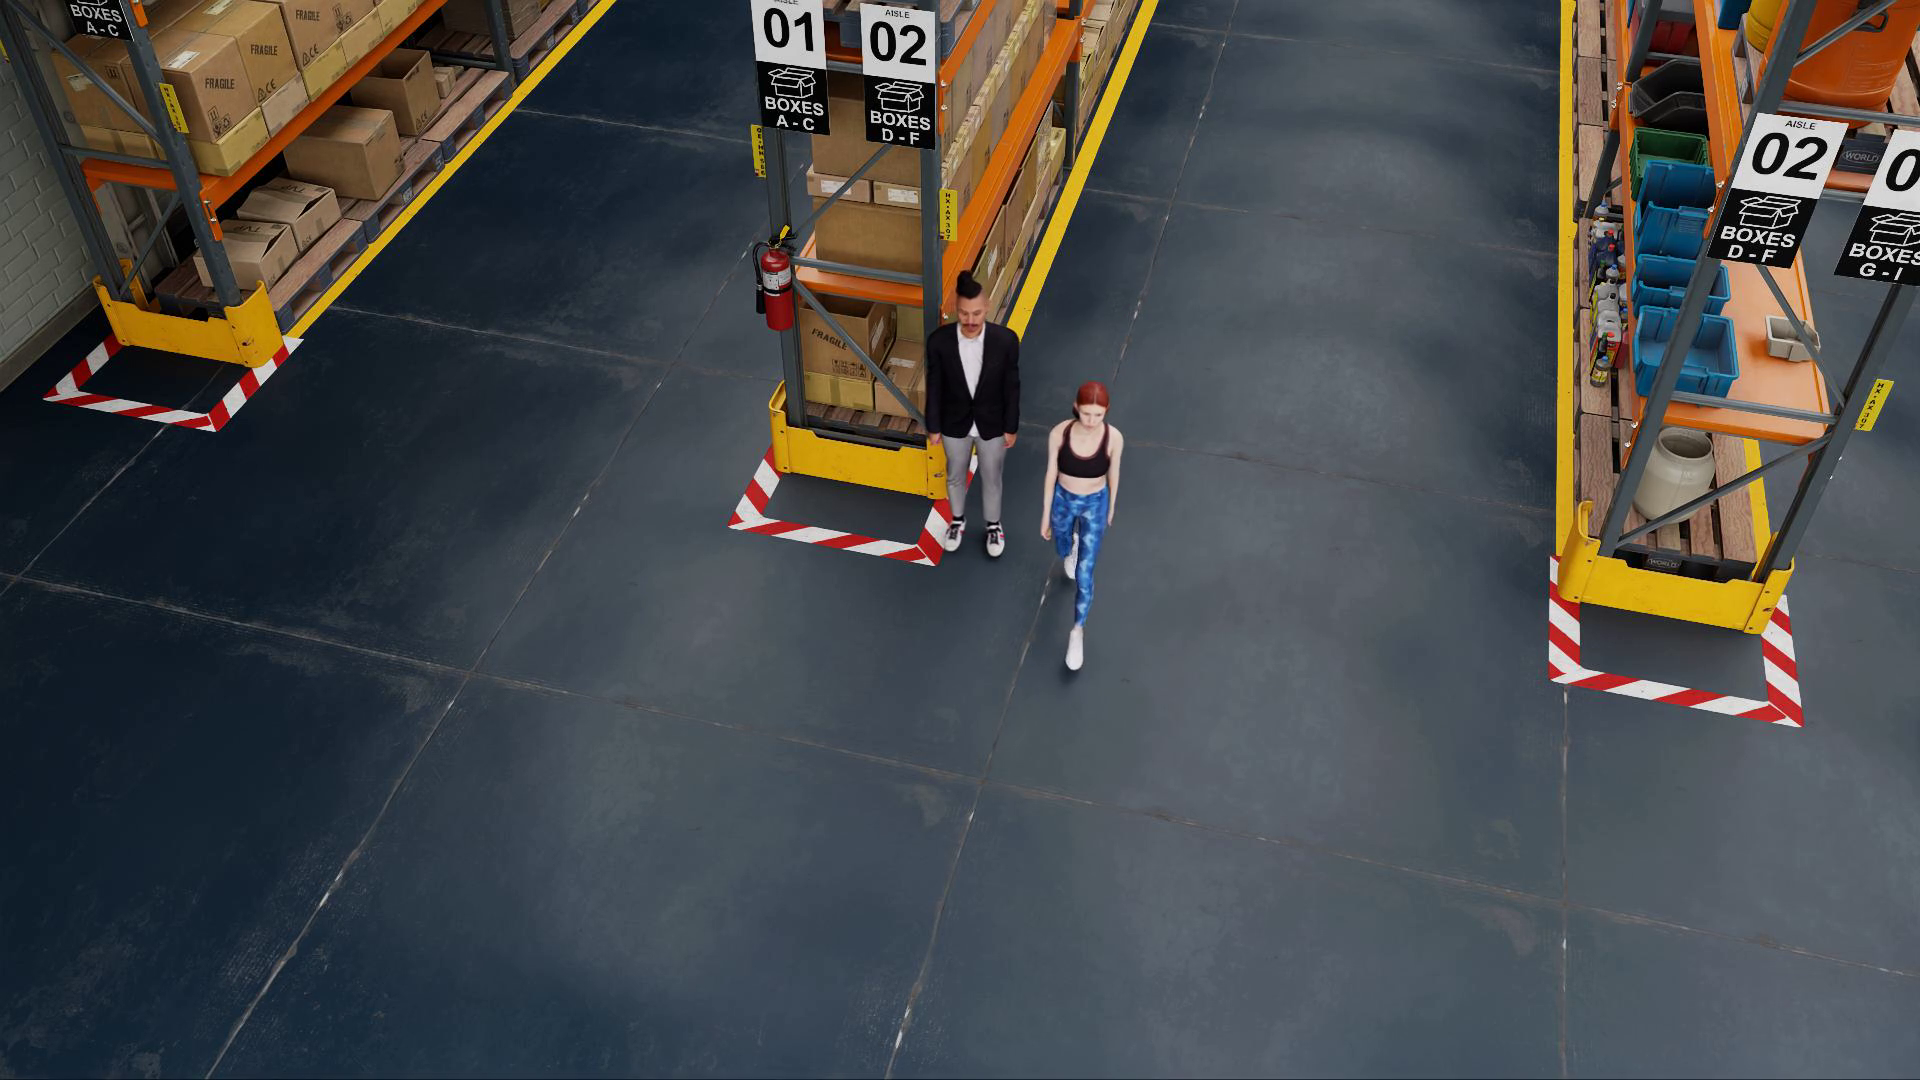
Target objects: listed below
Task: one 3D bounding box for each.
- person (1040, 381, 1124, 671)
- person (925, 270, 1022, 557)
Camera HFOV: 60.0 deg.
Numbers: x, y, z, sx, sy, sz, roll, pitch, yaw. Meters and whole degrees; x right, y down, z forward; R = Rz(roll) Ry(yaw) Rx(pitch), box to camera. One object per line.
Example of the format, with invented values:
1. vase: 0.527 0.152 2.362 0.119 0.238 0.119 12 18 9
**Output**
1. person: 0.652 -0.198 9.168 0.636 1.756 1.158 7 43 7
2. person: 0.076 -0.739 9.602 0.752 1.954 0.681 2 43 2
